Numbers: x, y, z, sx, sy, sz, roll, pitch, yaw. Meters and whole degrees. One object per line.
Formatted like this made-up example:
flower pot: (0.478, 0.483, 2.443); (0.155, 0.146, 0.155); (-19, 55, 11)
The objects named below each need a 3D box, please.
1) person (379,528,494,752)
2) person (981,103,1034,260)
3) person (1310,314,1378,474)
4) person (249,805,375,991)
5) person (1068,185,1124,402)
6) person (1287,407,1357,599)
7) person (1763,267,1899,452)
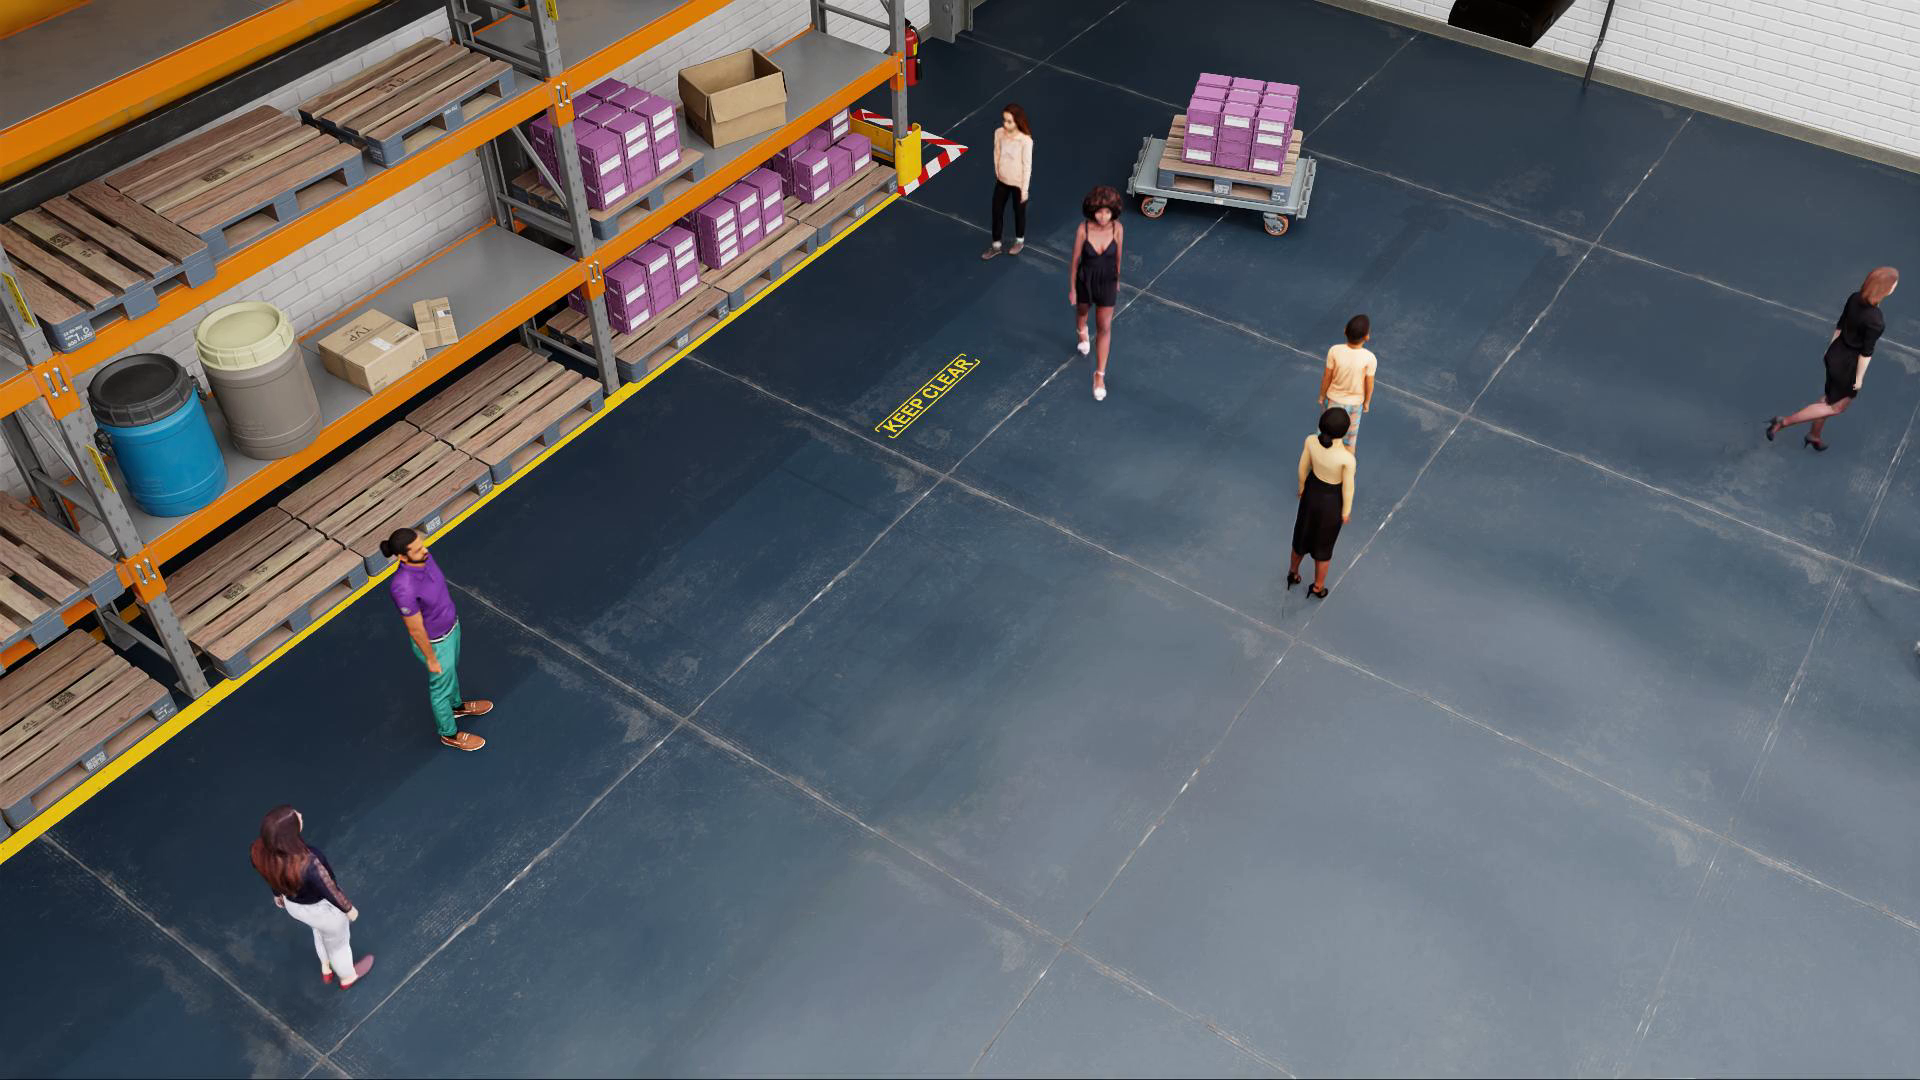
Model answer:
person: (-3.302, 0.593, 10.425); (0.787, 1.768, 0.700); (-1, 44, -1)
person: (0.503, -3.174, 14.598); (0.590, 1.466, 0.694); (22, 48, 22)
person: (2.858, -1.048, 12.369); (0.572, 1.461, 0.552); (14, 45, 14)
person: (-3.550, 2.017, 9.050); (0.662, 1.602, 0.640); (16, 46, 17)
person: (1.057, -2.063, 13.231); (0.987, 1.743, 1.137); (-2, 44, -2)
person: (2.477, -0.249, 11.392); (0.596, 1.652, 0.571); (32, 52, 29)
person: (6.541, -1.299, 12.469); (0.906, 1.687, 0.894); (1, 44, 1)
